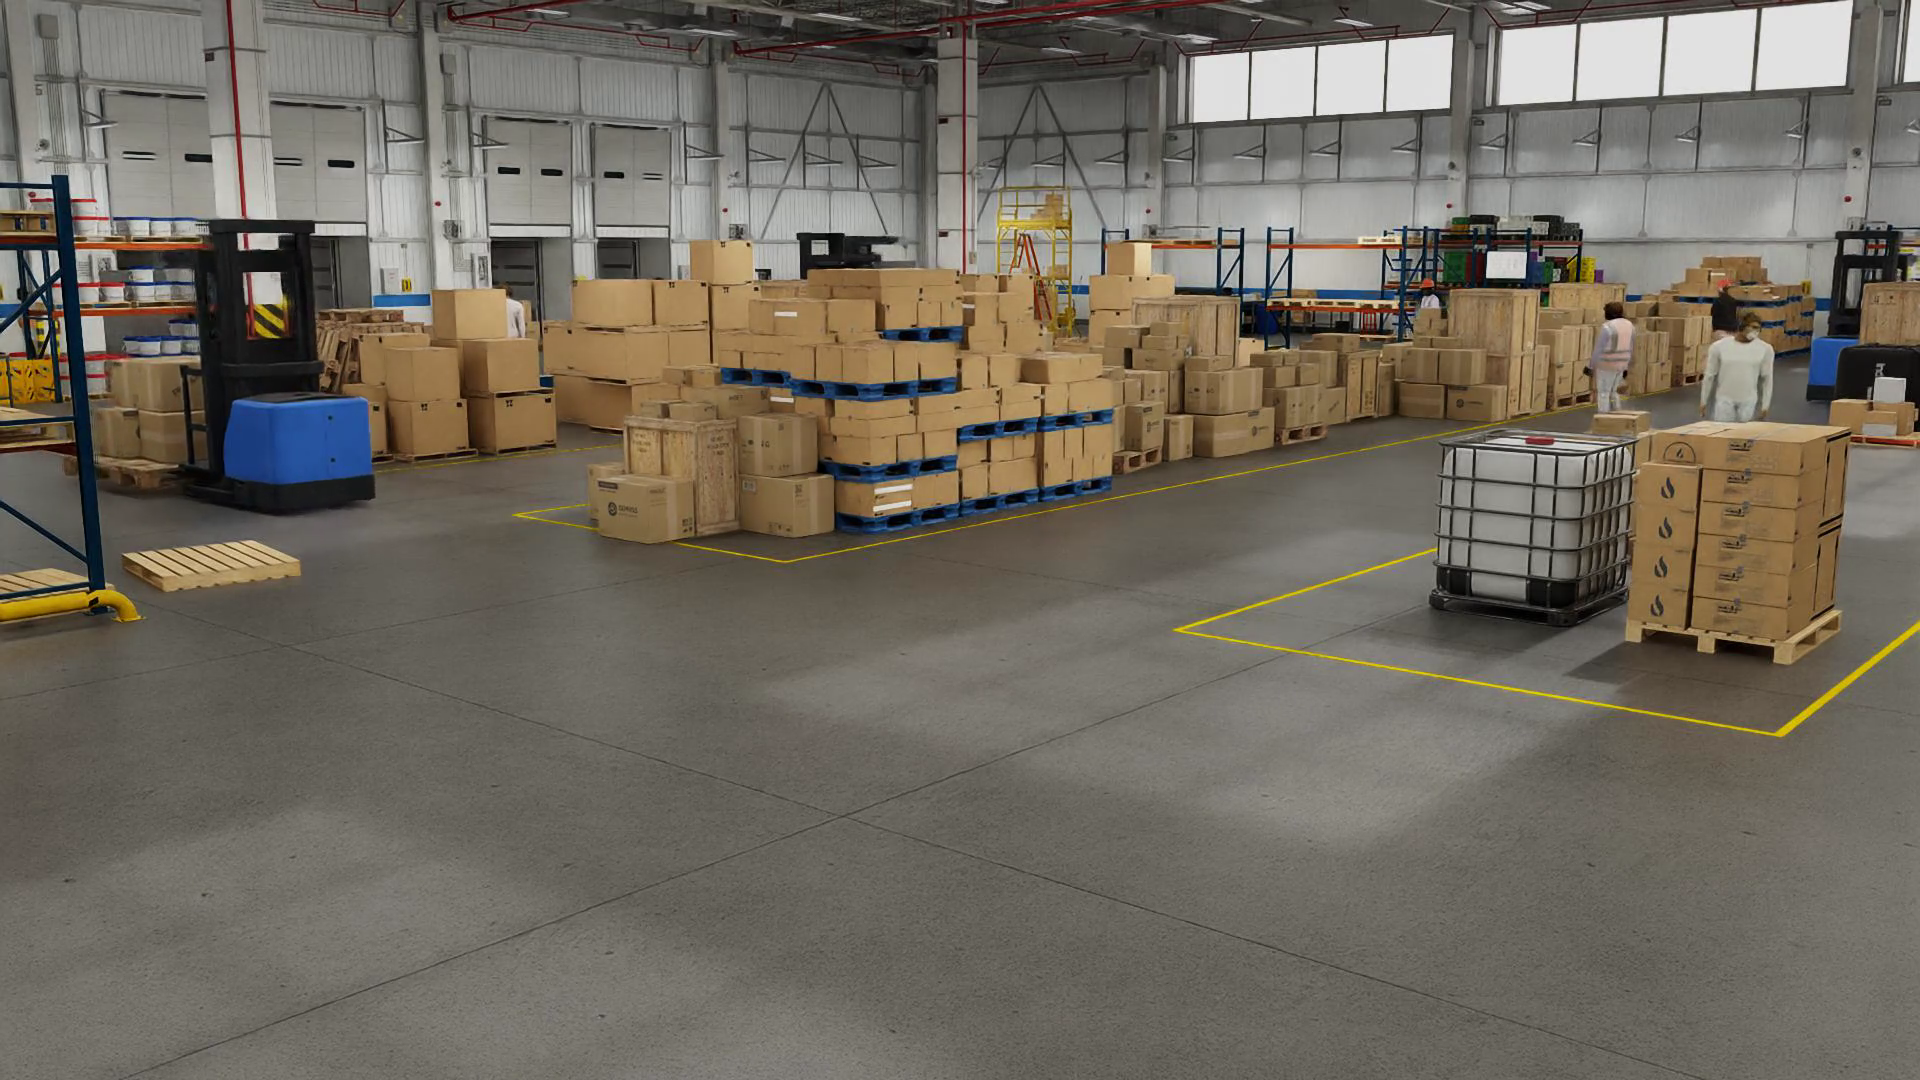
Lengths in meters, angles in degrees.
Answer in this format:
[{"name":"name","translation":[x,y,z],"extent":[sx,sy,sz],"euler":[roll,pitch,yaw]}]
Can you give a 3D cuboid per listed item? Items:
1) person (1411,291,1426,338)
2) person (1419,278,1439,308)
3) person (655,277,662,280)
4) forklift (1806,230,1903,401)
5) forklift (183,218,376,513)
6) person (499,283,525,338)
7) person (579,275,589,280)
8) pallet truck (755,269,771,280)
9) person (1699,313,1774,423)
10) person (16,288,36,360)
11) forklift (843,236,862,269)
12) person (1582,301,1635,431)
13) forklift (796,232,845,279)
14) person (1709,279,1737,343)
[{"name":"person","translation":[9.538,-4.296,34.275],"extent":[0.536,1.681,0.391],"euler":[-10,14,-43]},{"name":"person","translation":[9.521,-4.356,33.887],"extent":[0.376,1.934,0.546],"euler":[-2,10,-12]},{"name":"person","translation":[-6.506,-4.724,36.017],"extent":[0.635,1.927,0.372],"euler":[-4,11,-22]},{"name":"forklift","translation":[14.850,-3.690,27.402],"extent":[1.129,2.768,1.873],"euler":[8,13,40]},{"name":"forklift","translation":[-6.810,-1.772,16.483],"extent":[1.873,2.768,1.129],"euler":[8,13,40]},{"name":"person","translation":[-7.822,-3.460,28.775],"extent":[0.630,1.940,0.372],"euler":[0,10,1]},{"name":"person","translation":[-8.998,-5.340,39.571],"extent":[0.480,1.899,0.711],"euler":[-4,11,-22]},{"name":"pallet truck","translation":[-4.996,-6.432,45.525],"extent":[1.885,1.965,0.823],"euler":[-6,12,-32]},{"name":"person","translation":[7.977,-1.378,17.070],"extent":[0.661,1.885,0.976],"euler":[3,10,17]},{"name":"person","translation":[-20.241,-4.617,36.048],"extent":[0.317,1.695,0.540],"euler":[-6,12,-30]},{"name":"forklift","translation":[-2.605,-5.837,39.626],"extent":[1.873,2.768,1.129],"euler":[2,10,12]},{"name":"person","translation":[8.964,-2.384,22.980],"extent":[0.640,1.827,0.512],"euler":[-6,12,-30]},{"name":"forklift","translation":[-2.552,-4.254,30.612],"extent":[1.873,2.768,1.129],"euler":[8,13,40]},{"name":"person","translation":[15.060,-4.182,32.882],"extent":[0.612,1.949,0.991],"euler":[-7,12,-33]}]
